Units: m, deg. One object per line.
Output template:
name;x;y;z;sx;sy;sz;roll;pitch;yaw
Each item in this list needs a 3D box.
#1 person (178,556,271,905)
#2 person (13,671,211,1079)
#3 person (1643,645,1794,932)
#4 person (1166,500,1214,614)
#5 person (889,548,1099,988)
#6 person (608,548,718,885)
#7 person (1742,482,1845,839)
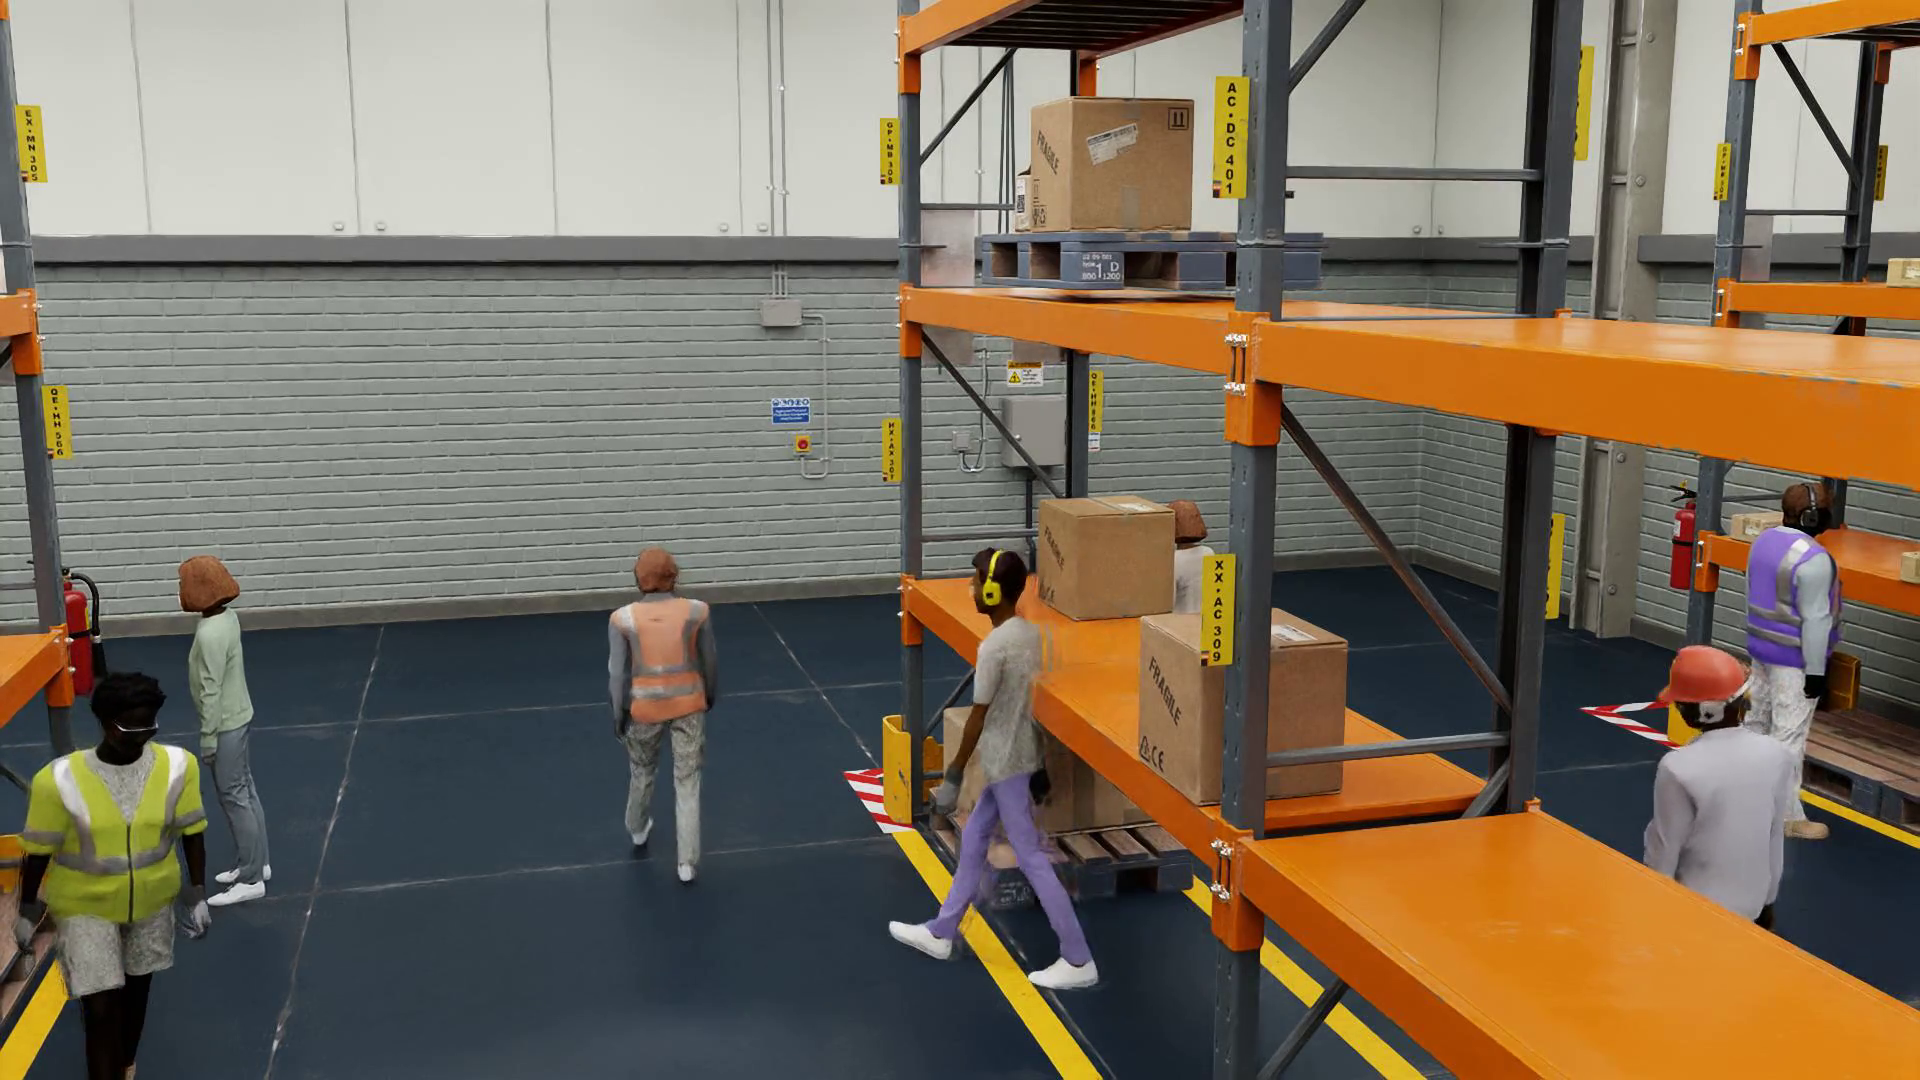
person;-3.444;0.873;7.773;0.288;1.627;0.501;-3;10;-15
person;-2.775;1.250;5.530;0.593;1.647;0.783;-9;14;-43
person;2.575;1.208;5.621;0.579;1.718;0.706;-4;11;-23
person;1.249;0.583;9.408;0.280;1.633;0.500;9;13;40
person;0.151;0.940;6.853;0.972;1.820;0.541;4;11;19
person;-1.446;0.826;8.138;0.517;1.597;0.791;-1;10;-8
person;4.328;0.610;8.664;0.430;1.844;0.624;0;10;-2
